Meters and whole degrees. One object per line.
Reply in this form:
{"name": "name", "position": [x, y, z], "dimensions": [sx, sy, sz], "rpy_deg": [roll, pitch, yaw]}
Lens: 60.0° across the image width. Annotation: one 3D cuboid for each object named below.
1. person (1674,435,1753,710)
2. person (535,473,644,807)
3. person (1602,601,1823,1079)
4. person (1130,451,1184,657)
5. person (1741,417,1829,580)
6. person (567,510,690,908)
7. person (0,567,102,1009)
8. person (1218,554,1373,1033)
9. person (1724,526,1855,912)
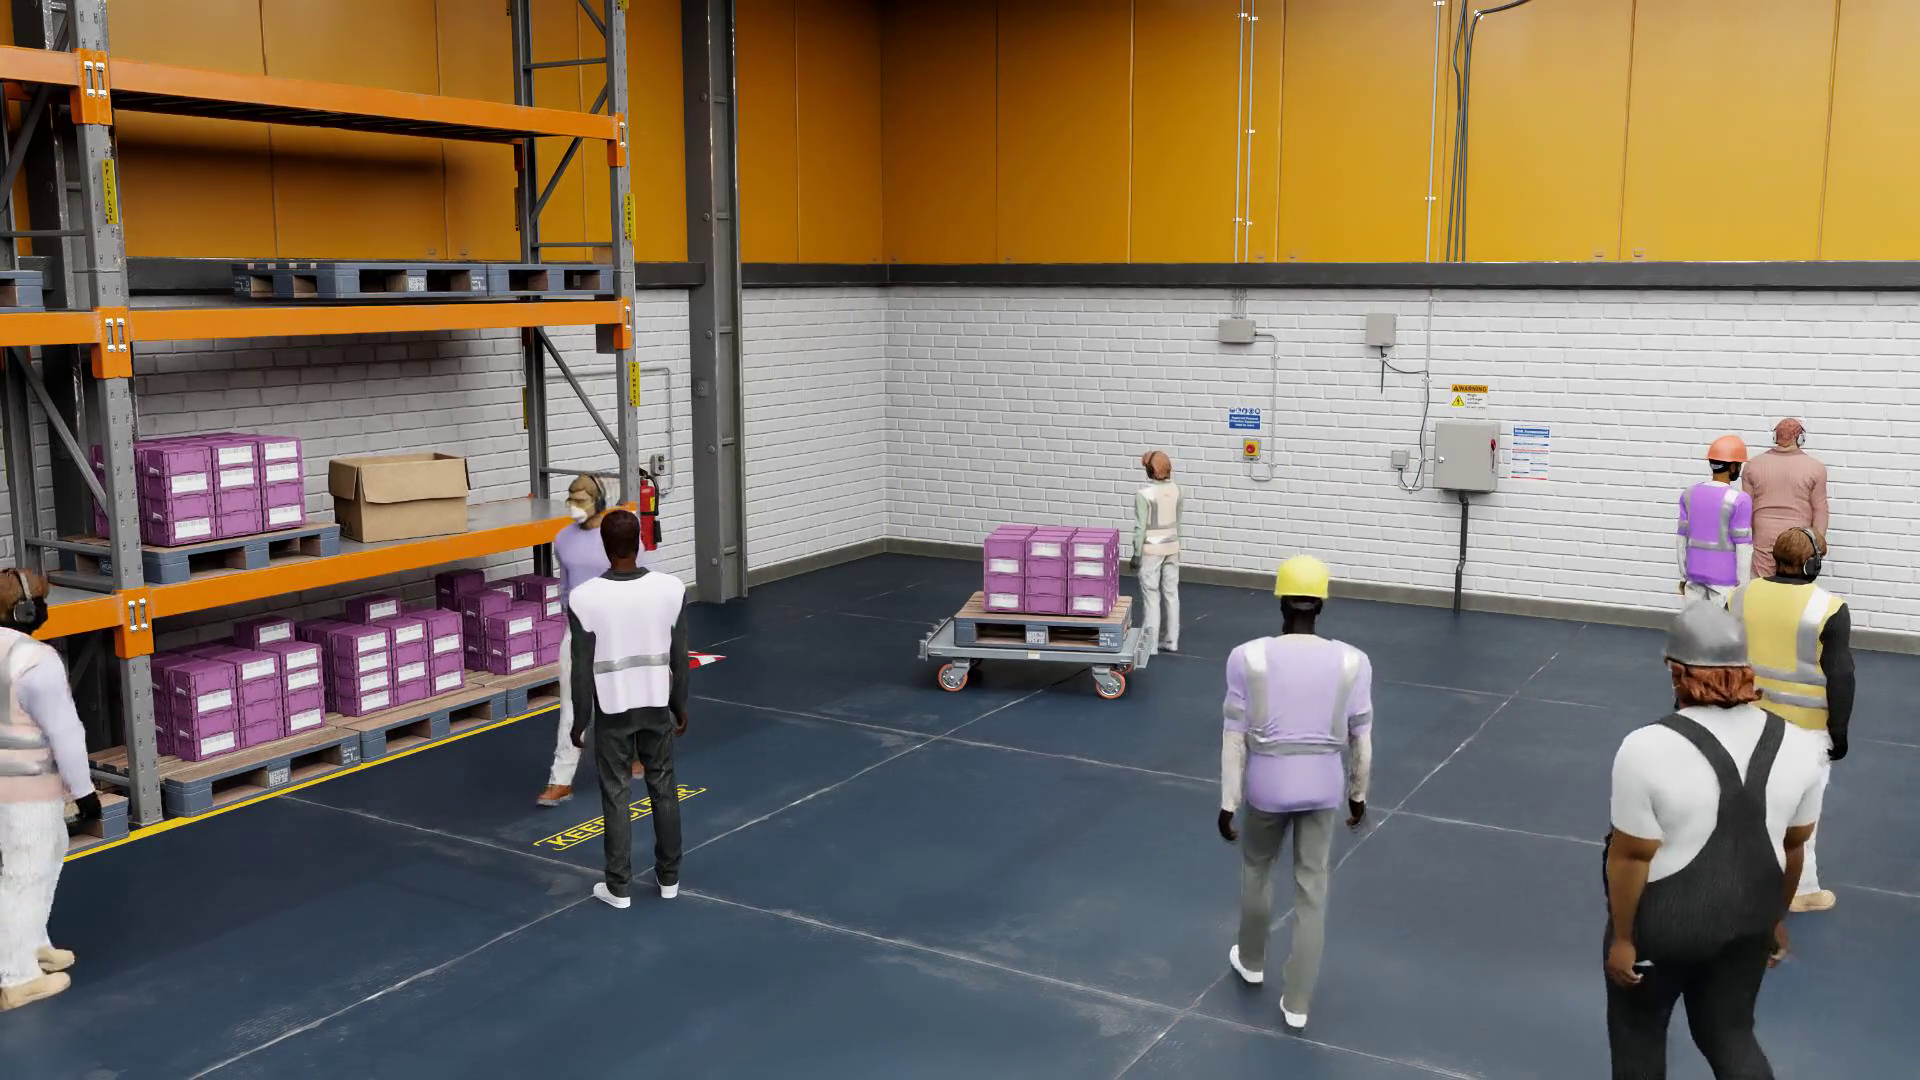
{"name": "person", "position": [5.198, 0.243, 11.425], "dimensions": [0.374, 1.935, 0.552], "rpy_deg": [-5, 10, -27]}
{"name": "person", "position": [-2.100, 0.546, 9.699], "dimensions": [0.631, 1.894, 1.020], "rpy_deg": [4, 10, 21]}
{"name": "person", "position": [2.369, 1.178, 5.269], "dimensions": [0.685, 2.000, 0.807], "rpy_deg": [-1, 9, -9]}
{"name": "person", "position": [1.568, 0.109, 13.196], "dimensions": [0.521, 1.637, 0.310], "rpy_deg": [-7, 11, -37]}
{"name": "person", "position": [6.511, -0.018, 13.150], "dimensions": [0.643, 1.908, 0.411], "rpy_deg": [8, 12, 41]}
{"name": "person", "position": [-1.575, 0.810, 7.968], "dimensions": [0.587, 1.913, 0.390], "rpy_deg": [-5, 10, -27]}
{"name": "person", "position": [-3.867, 1.016, 6.959], "dimensions": [0.622, 1.823, 0.567], "rpy_deg": [6, 11, 33]}
{"name": "person", "position": [1.363, 0.992, 6.857], "dimensions": [0.625, 1.895, 0.820], "rpy_deg": [0, 9, 2]}
{"name": "person", "position": [3.964, 0.846, 7.962], "dimensions": [0.429, 1.844, 0.627], "rpy_deg": [-6, 11, -32]}
